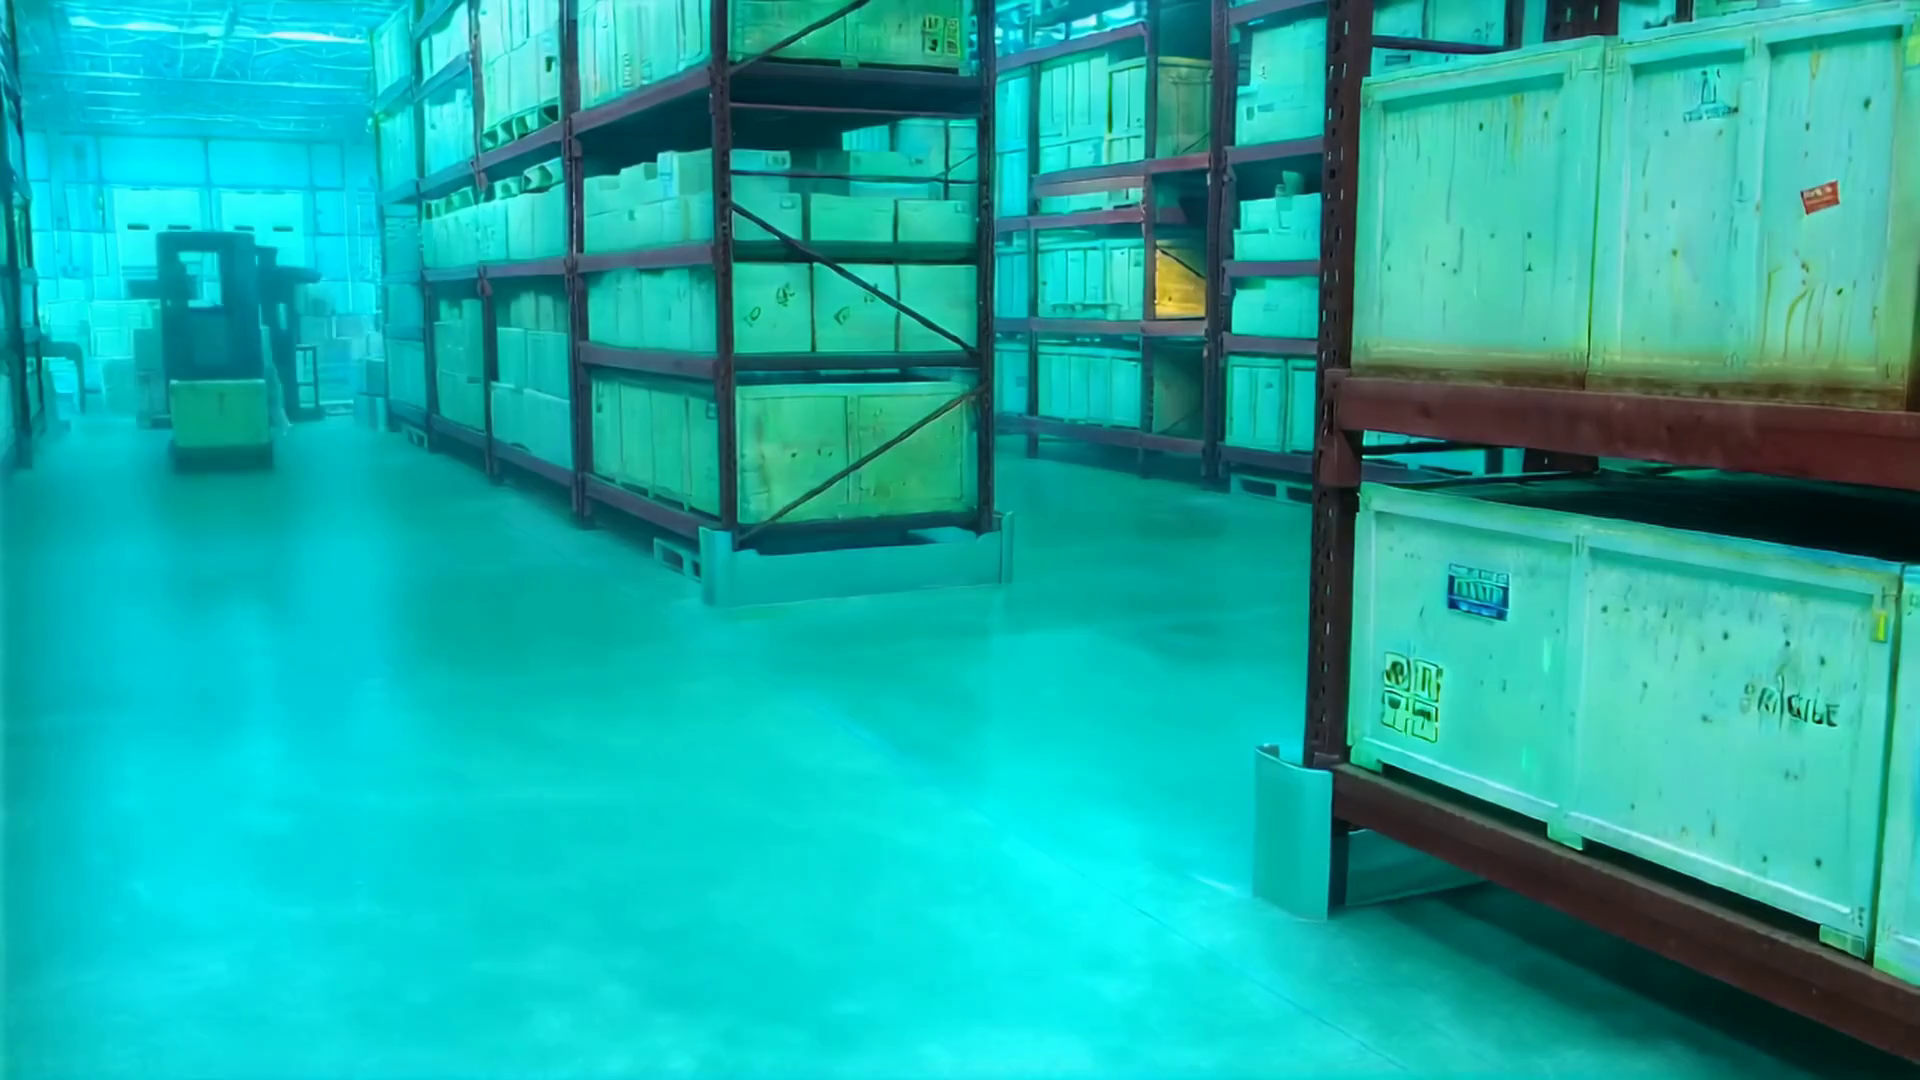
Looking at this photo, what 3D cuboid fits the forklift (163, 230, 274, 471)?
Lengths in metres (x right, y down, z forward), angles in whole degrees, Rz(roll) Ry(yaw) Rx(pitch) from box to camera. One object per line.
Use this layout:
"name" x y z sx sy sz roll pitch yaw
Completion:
"forklift" -8.938 -2.297 19.927 1.129 2.768 1.873 -4 9 -26

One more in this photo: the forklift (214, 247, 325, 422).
"forklift" -11.158 -3.199 26.144 1.129 2.768 1.873 3 9 19

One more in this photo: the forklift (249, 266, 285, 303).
"forklift" -17.035 -5.357 41.029 1.873 2.768 1.129 2 8 11

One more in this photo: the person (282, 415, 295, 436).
"person" -10.023 -2.248 24.018 0.739 1.600 0.521 3 9 18
